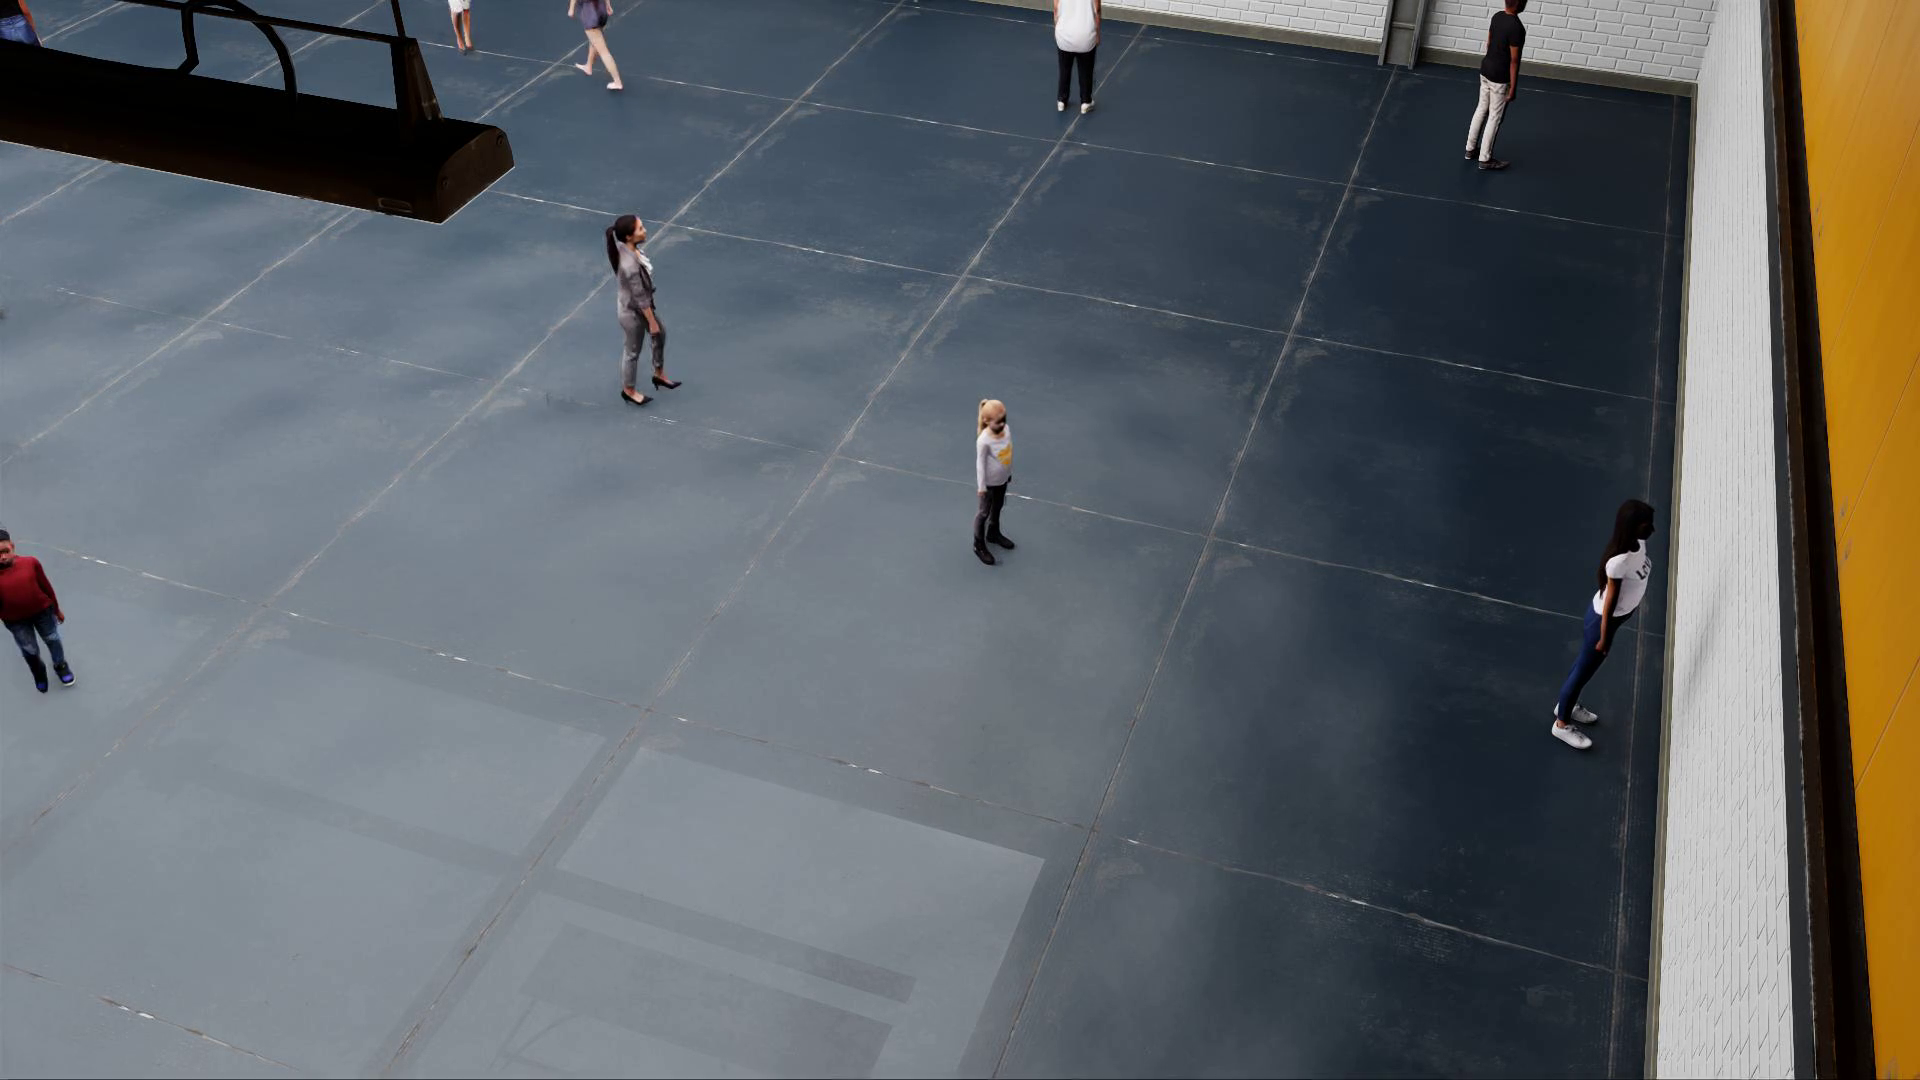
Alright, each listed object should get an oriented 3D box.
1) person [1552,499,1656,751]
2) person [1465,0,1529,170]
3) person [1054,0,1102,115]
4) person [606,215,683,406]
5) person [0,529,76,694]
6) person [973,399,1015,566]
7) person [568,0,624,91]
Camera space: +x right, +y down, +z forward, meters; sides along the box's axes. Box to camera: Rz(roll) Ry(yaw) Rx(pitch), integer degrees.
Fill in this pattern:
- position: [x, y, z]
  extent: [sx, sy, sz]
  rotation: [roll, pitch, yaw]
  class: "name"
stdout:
- position: [3.899, 0.489, 10.100]
  extent: [0.583, 1.774, 0.630]
  rotation: [21, 43, 25]
  class: "person"
- position: [5.308, -4.569, 16.409]
  extent: [0.800, 1.805, 0.767]
  rotation: [-11, 40, -13]
  class: "person"
- position: [1.222, -5.339, 17.467]
  extent: [0.548, 1.688, 0.723]
  rotation: [10, 40, 13]
  class: "person"
- position: [-2.625, -1.770, 13.023]
  extent: [0.887, 1.657, 0.820]
  rotation: [-9, 39, -11]
  class: "person"
- position: [-5.965, 0.413, 10.618]
  extent: [0.579, 1.248, 0.614]
  rotation: [-26, 45, -29]
  class: "person"
- position: [0.227, -0.442, 11.664]
  extent: [0.572, 1.278, 0.554]
  rotation: [27, 46, 30]
  class: "person"
- position: [-3.878, -5.621, 17.882]
  extent: [1.066, 1.611, 0.763]
  rotation: [22, 43, 25]
  class: "person"
